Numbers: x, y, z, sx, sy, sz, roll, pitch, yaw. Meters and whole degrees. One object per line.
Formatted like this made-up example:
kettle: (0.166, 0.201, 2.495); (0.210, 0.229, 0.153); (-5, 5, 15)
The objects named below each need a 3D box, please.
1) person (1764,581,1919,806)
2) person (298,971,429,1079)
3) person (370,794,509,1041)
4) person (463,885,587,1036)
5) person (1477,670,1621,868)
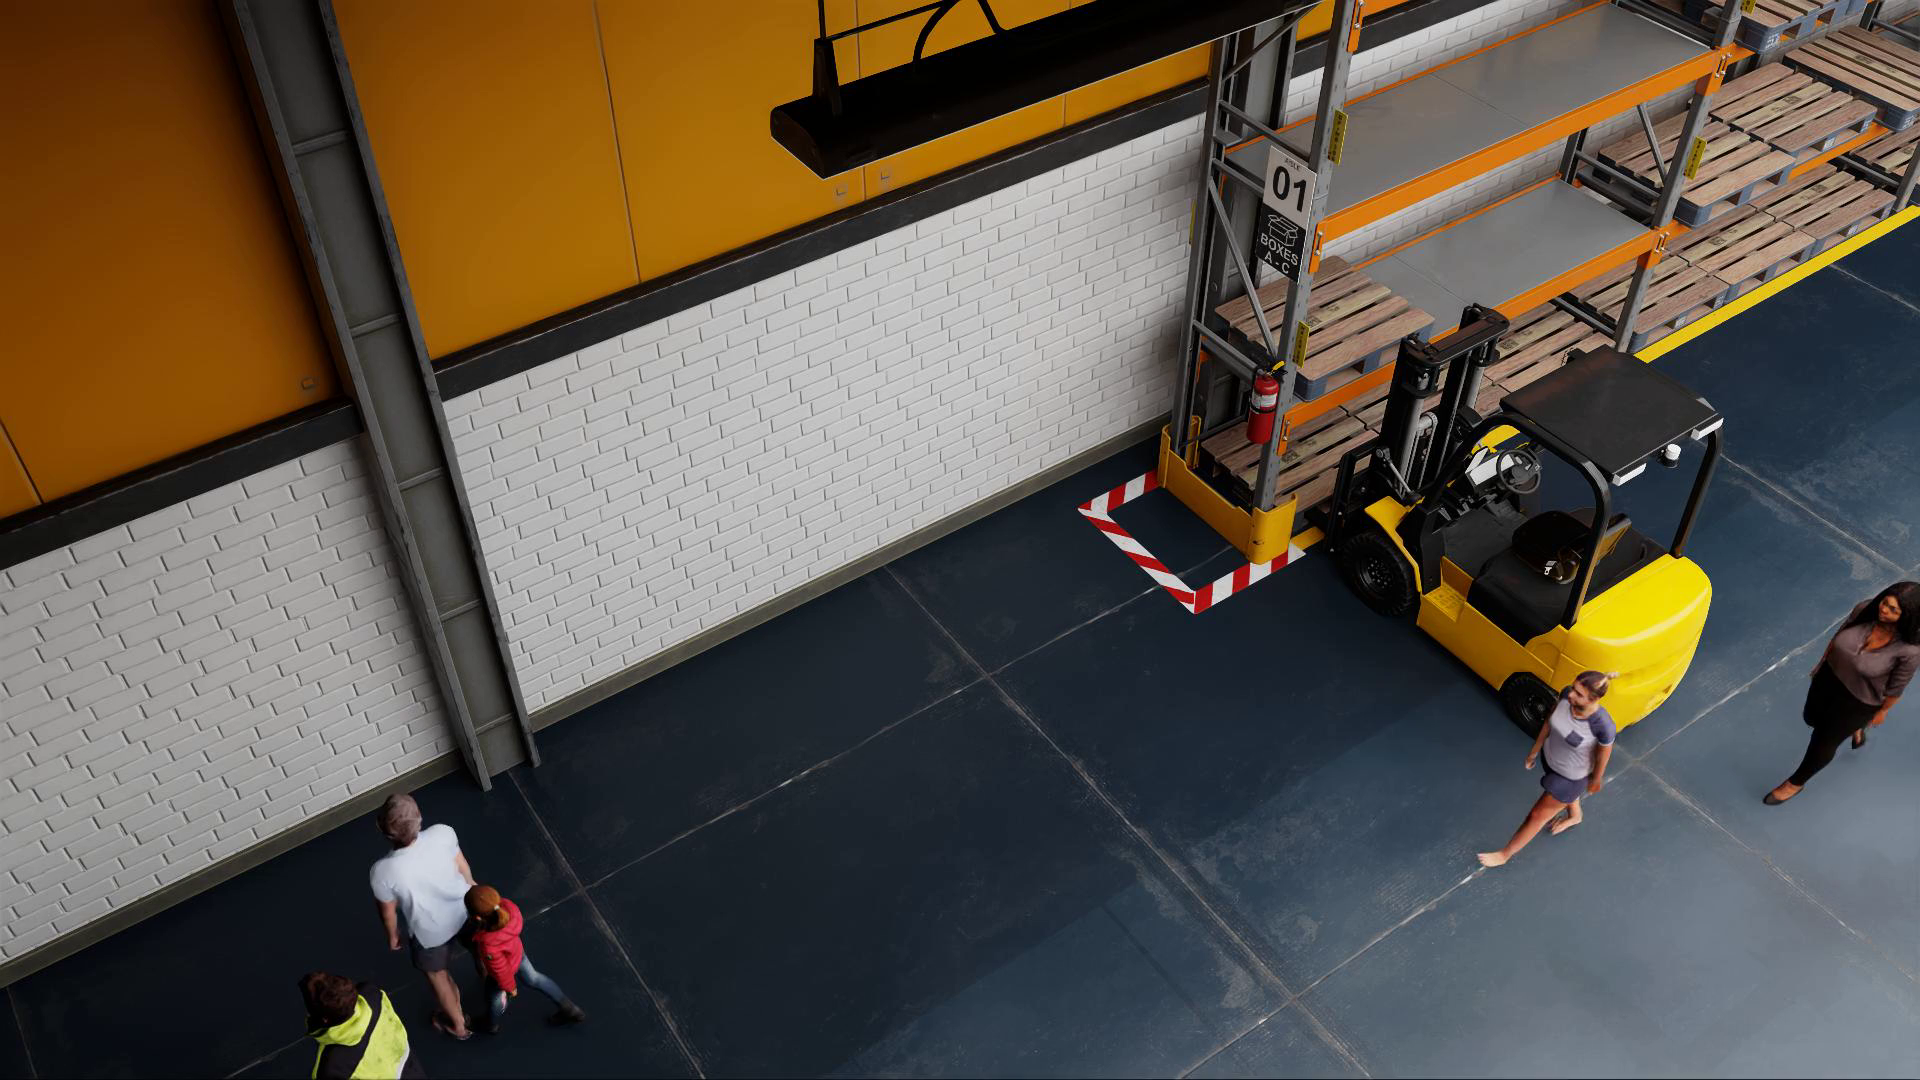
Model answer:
person: (5.396, 0.885, 9.972); (1.123, 1.820, 0.827); (-15, 46, -15)
person: (-2.796, 2.662, 7.989); (0.888, 1.983, 0.868); (2, 44, 2)
person: (-2.706, 1.995, 8.808); (0.777, 1.820, 0.551); (28, 50, 26)
person: (-2.357, 2.258, 8.917); (0.958, 1.289, 0.873); (5, 44, 5)
person: (3.605, 1.299, 9.722); (1.095, 1.566, 0.770); (-14, 45, -14)
